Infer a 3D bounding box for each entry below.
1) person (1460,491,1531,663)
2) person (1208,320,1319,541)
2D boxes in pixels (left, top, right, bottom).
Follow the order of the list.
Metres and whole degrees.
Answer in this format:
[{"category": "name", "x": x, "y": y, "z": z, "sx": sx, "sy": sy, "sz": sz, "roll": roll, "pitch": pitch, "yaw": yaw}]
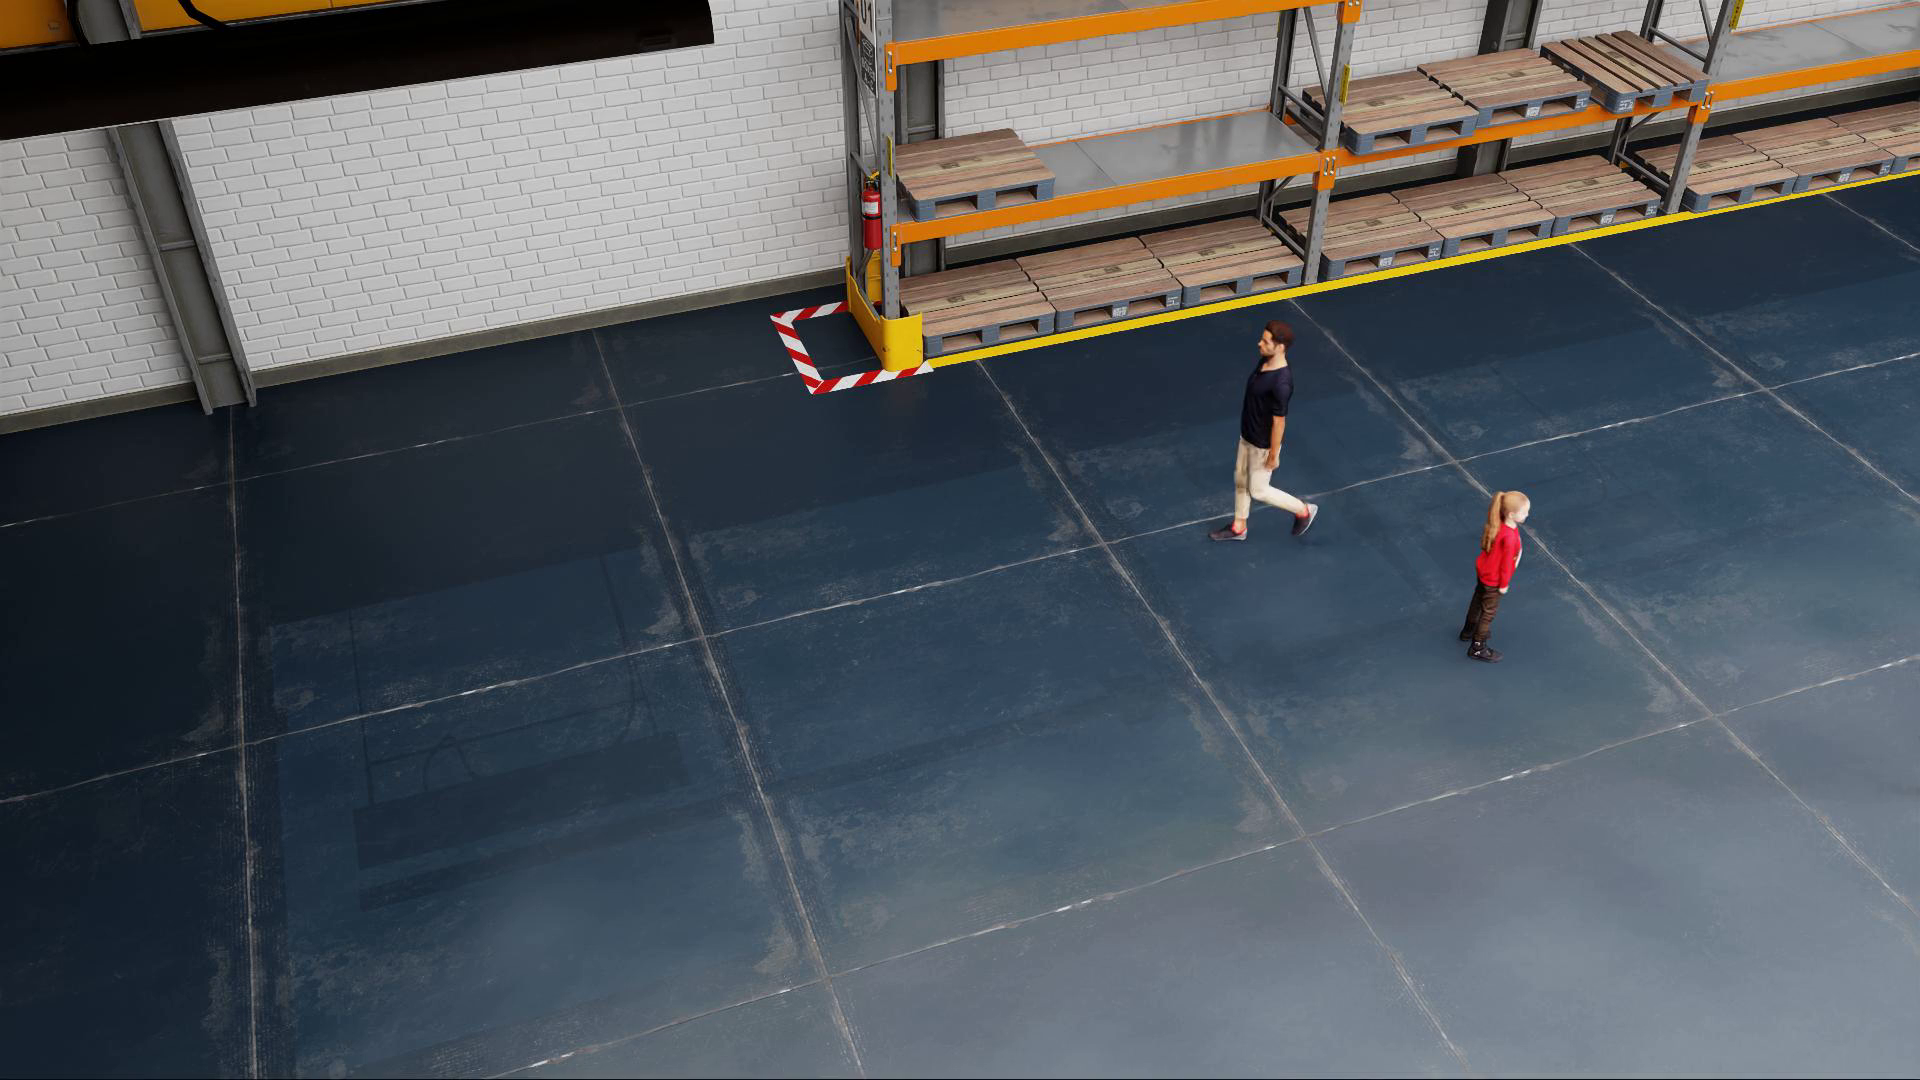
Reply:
[{"category": "person", "x": 3.515, "y": 0.215, "z": 10.947, "sx": 0.578, "sy": 1.281, "sz": 0.560, "roll": 0, "pitch": 39, "yaw": 0}, {"category": "person", "x": 2.200, "y": -0.717, "z": 11.668, "sx": 1.047, "sy": 1.838, "sz": 0.785, "roll": -4, "pitch": 39, "yaw": -5}]
